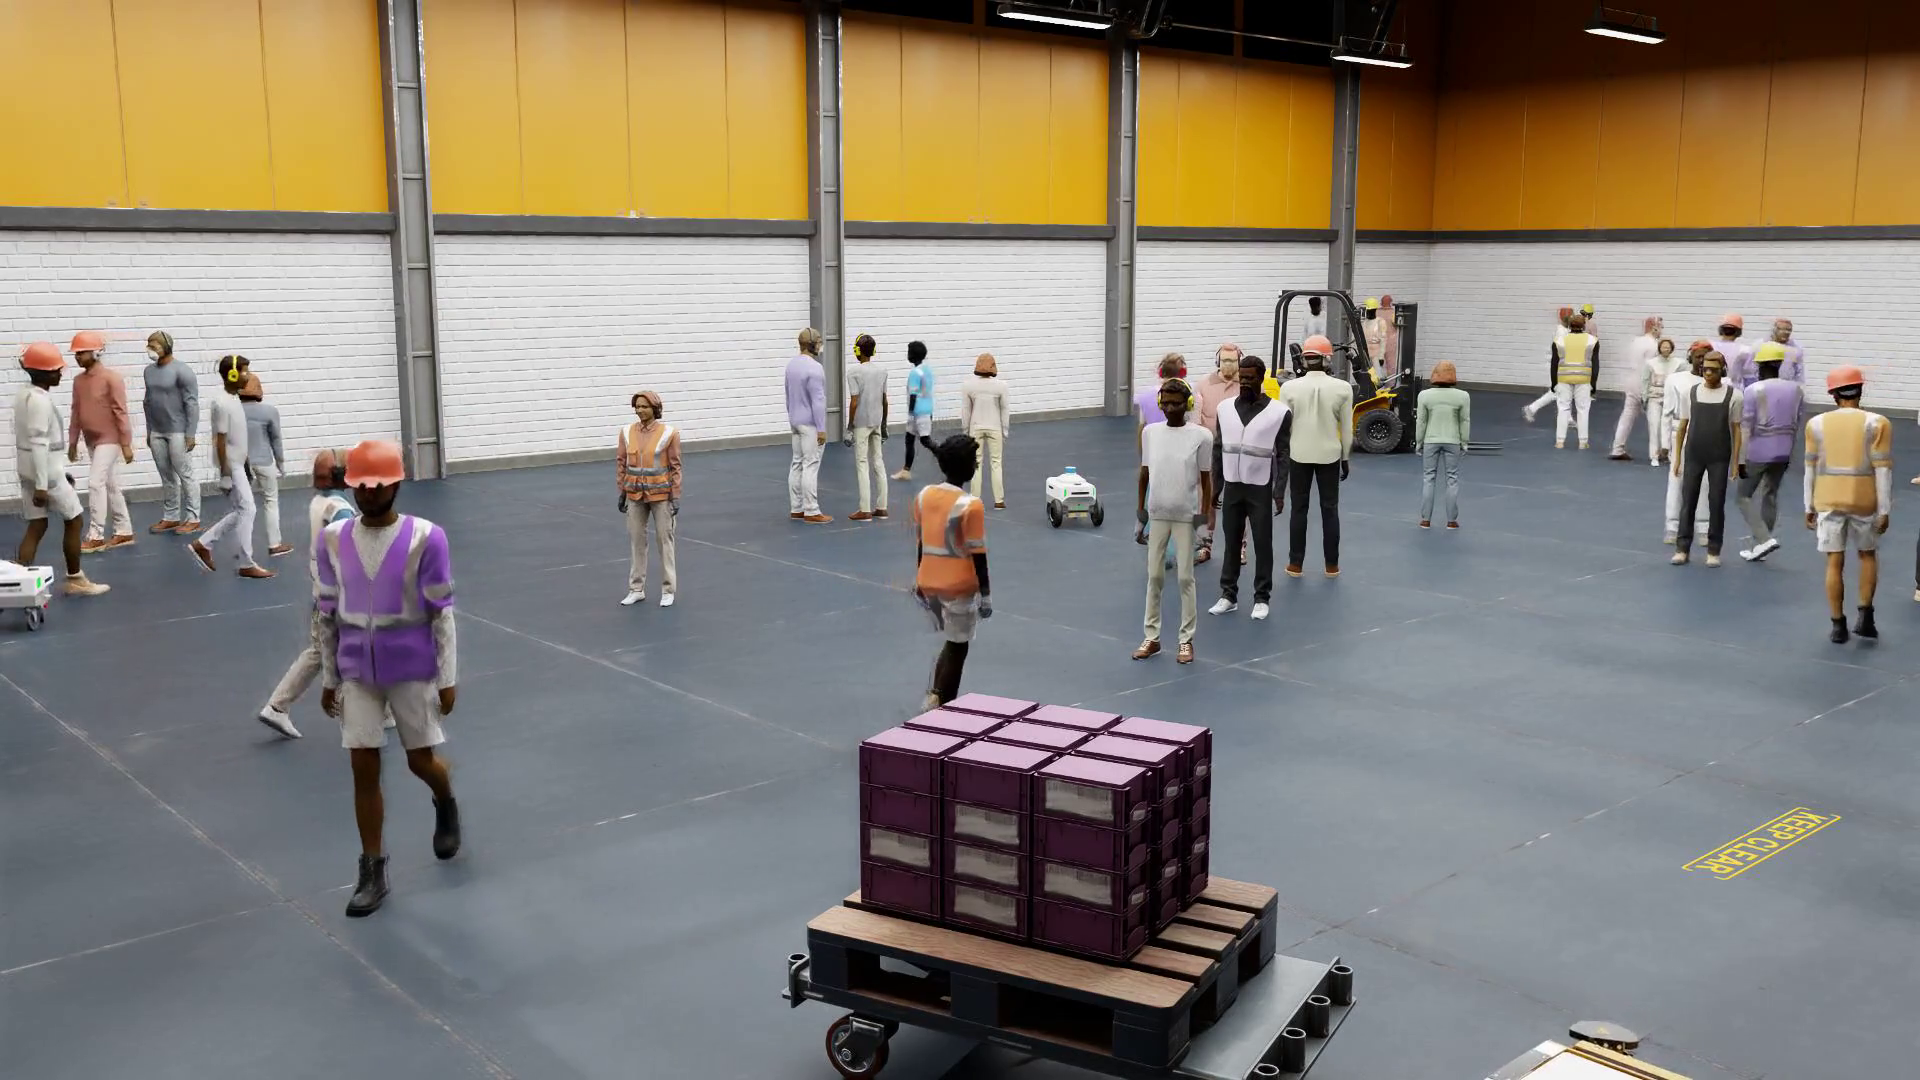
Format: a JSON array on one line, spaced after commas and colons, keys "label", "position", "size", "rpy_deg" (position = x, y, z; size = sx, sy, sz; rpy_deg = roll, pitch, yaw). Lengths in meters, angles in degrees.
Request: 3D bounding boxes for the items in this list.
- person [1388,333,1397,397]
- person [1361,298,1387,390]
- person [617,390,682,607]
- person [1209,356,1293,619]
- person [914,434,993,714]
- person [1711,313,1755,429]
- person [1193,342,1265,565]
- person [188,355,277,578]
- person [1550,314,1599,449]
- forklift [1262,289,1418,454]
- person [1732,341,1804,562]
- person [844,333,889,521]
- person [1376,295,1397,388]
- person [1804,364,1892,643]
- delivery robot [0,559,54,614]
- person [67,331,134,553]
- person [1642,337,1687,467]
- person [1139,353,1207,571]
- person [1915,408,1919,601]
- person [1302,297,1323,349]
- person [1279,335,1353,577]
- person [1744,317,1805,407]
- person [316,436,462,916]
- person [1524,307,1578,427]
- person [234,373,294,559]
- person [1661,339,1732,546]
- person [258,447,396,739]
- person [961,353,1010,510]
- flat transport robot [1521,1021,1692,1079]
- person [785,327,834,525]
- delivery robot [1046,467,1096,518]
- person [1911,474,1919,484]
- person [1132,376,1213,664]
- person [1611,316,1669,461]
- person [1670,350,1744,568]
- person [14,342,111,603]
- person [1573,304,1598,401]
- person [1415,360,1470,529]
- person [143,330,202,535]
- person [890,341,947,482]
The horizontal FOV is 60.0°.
[{"label": "person", "position": [6.971, -2.773, 26.619], "size": [0.686, 1.748, 0.523], "rpy_deg": [5, 11, 26]}, {"label": "person", "position": [7.105, -3.206, 28.704], "size": [0.429, 1.913, 0.598], "rpy_deg": [-5, 11, -26]}, {"label": "person", "position": [-2.340, -0.313, 12.542], "size": [0.513, 1.642, 0.311], "rpy_deg": [2, 10, 13]}, {"label": "person", "position": [2.119, -0.388, 12.168], "size": [0.589, 1.919, 0.393], "rpy_deg": [6, 11, 31]}, {"label": "person", "position": [-0.020, 0.259, 9.053], "size": [0.386, 1.678, 0.559], "rpy_deg": [-7, 12, -36]}, {"label": "person", "position": [8.840, -1.639, 19.344], "size": [0.640, 1.985, 1.092], "rpy_deg": [7, 12, 37]}, {"label": "person", "position": [2.274, -0.737, 14.248], "size": [0.643, 1.908, 0.411], "rpy_deg": [2, 10, 14]}, {"label": "person", "position": [-5.974, -0.589, 13.558], "size": [0.601, 1.844, 0.535], "rpy_deg": [-3, 10, -14]}, {"label": "person", "position": [8.410, -2.164, 22.790], "size": [0.623, 1.844, 0.430], "rpy_deg": [4, 10, 21]}, {"label": "forklift", "position": [5.034, -2.339, 22.783], "size": [2.313, 2.155, 1.214], "rpy_deg": [3, 10, 16]}, {"label": "person", "position": [6.911, -0.742, 14.252], "size": [0.617, 1.911, 0.508], "rpy_deg": [-2, 10, -12]}, {"label": "person", "position": [-0.934, -1.117, 16.607], "size": [0.526, 1.860, 0.315], "rpy_deg": [-9, 13, -41]}, {"label": "person", "position": [8.040, -3.681, 31.483], "size": [0.643, 1.908, 0.399], "rpy_deg": [3, 10, 19]}, {"label": "person", "position": [6.073, -0.248, 11.428], "size": [0.565, 1.897, 0.506], "rpy_deg": [7, 12, 36]}, {"label": "delivery robot", "position": [-6.809, 0.320, 11.733], "size": [0.707, 0.478, 0.477], "rpy_deg": [-2, 10, -13]}, {"label": "person", "position": [-7.761, -0.864, 14.813], "size": [0.655, 1.962, 0.826], "rpy_deg": [6, 11, 30]}, {"label": "person", "position": [8.829, -1.731, 20.872], "size": [0.539, 1.627, 0.361], "rpy_deg": [3, 10, 16]}, {"label": "person", "position": [1.822, -0.663, 14.033], "size": [0.600, 1.821, 0.717], "rpy_deg": [5, 11, 29]}, {"label": "person", "position": [7.598, -0.512, 12.535], "size": [0.673, 2.000, 0.536], "rpy_deg": [-2, 10, -12]}, {"label": "person", "position": [6.230, -3.348, 29.521], "size": [0.412, 1.931, 0.658], "rpy_deg": [1, 10, 8]}, {"label": "person", "position": [2.907, -0.680, 13.666], "size": [0.612, 1.991, 0.391], "rpy_deg": [1, 10, 8]}, {"label": "person", "position": [10.115, -1.799, 20.555], "size": [0.668, 1.872, 0.806], "rpy_deg": [1, 10, 4]}, {"label": "person", "position": [-2.358, 0.517, 6.868], "size": [0.560, 1.918, 0.759], "rpy_deg": [0, 10, 0]}, {"label": "person", "position": [9.212, -2.664, 25.687], "size": [0.780, 1.858, 0.584], "rpy_deg": [5, 11, 26]}, {"label": "person", "position": [-6.156, -0.635, 14.506], "size": [0.553, 1.619, 0.385], "rpy_deg": [-3, 10, -17]}, {"label": "person", "position": [6.708, -0.886, 15.194], "size": [0.577, 1.881, 0.356], "rpy_deg": [4, 10, 20]}, {"label": "person", "position": [-3.451, 0.292, 9.097], "size": [0.800, 1.611, 0.523], "rpy_deg": [-7, 12, -36]}, {"label": "person", "position": [0.266, -1.124, 17.308], "size": [0.501, 1.633, 0.286], "rpy_deg": [1, 10, 8]}, {"label": "flat transport robot", "position": [1.701, 1.725, 4.611], "size": [1.431, 0.197, 0.652], "rpy_deg": [-9, 13, -42]}, {"label": "person", "position": [-1.501, -1.120, 16.397], "size": [0.353, 1.937, 0.635], "rpy_deg": [-6, 11, -32]}, {"label": "delivery robot", "position": [1.090, -0.480, 16.419], "size": [0.477, 0.478, 0.707], "rpy_deg": [-2, 10, -12]}, {"label": "person", "position": [11.274, -1.517, 19.020], "size": [0.429, 1.839, 0.621], "rpy_deg": [-5, 11, -26]}, {"label": "person", "position": [1.373, -0.127, 10.808], "size": [0.508, 1.864, 0.329], "rpy_deg": [4, 11, 23]}, {"label": "person", "position": [8.890, -1.936, 21.378], "size": [0.955, 1.859, 0.663], "rpy_deg": [0, 10, 0]}, {"label": "person", "position": [6.341, -0.685, 14.125], "size": [0.515, 1.843, 0.327], "rpy_deg": [6, 11, 31]}, {"label": "person", "position": [-6.906, -0.500, 12.587], "size": [0.605, 2.000, 0.738], "rpy_deg": [8, 12, 38]}, {"label": "person", "position": [11.411, -3.420, 30.367], "size": [0.308, 1.769, 0.525], "rpy_deg": [-7, 12, -34]}, {"label": "person", "position": [4.661, -0.914, 16.080], "size": [0.507, 1.633, 0.280], "rpy_deg": [3, 10, 16]}, {"label": "person", "position": [-7.487, -1.016, 15.787], "size": [0.635, 1.937, 0.352], "rpy_deg": [5, 11, 25]}, {"label": "person", "position": [-0.402, -1.496, 19.406], "size": [0.827, 1.663, 0.529], "rpy_deg": [2, 10, 11]}]
